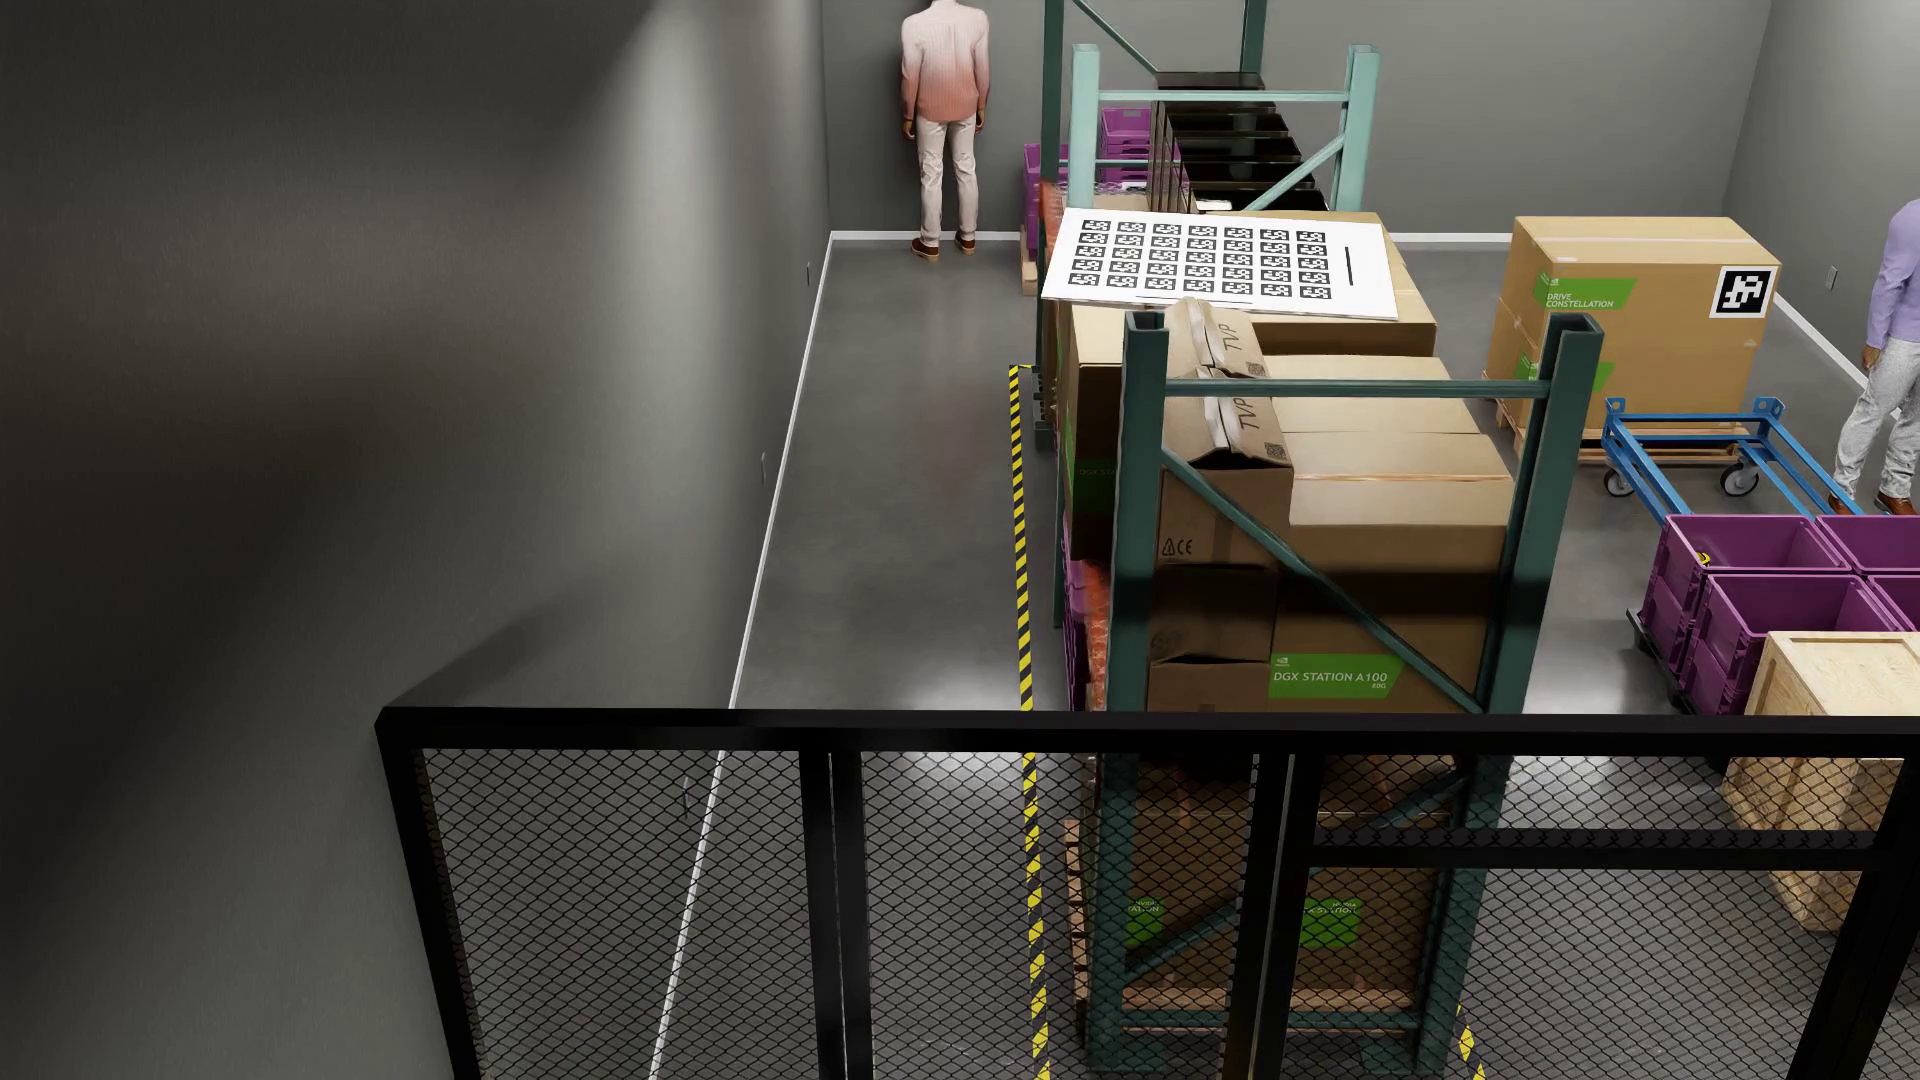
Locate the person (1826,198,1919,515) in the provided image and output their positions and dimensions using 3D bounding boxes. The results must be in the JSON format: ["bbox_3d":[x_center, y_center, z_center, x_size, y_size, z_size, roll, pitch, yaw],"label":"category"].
[{"bbox_3d":[4.537,-0.944,7.783,0.627,1.940,0.372,-1,31,-1],"label":"person"}]

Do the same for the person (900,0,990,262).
[{"bbox_3d":[-0.103,-2.812,10.832,0.612,1.995,0.382,-13,33,-20],"label":"person"}]
